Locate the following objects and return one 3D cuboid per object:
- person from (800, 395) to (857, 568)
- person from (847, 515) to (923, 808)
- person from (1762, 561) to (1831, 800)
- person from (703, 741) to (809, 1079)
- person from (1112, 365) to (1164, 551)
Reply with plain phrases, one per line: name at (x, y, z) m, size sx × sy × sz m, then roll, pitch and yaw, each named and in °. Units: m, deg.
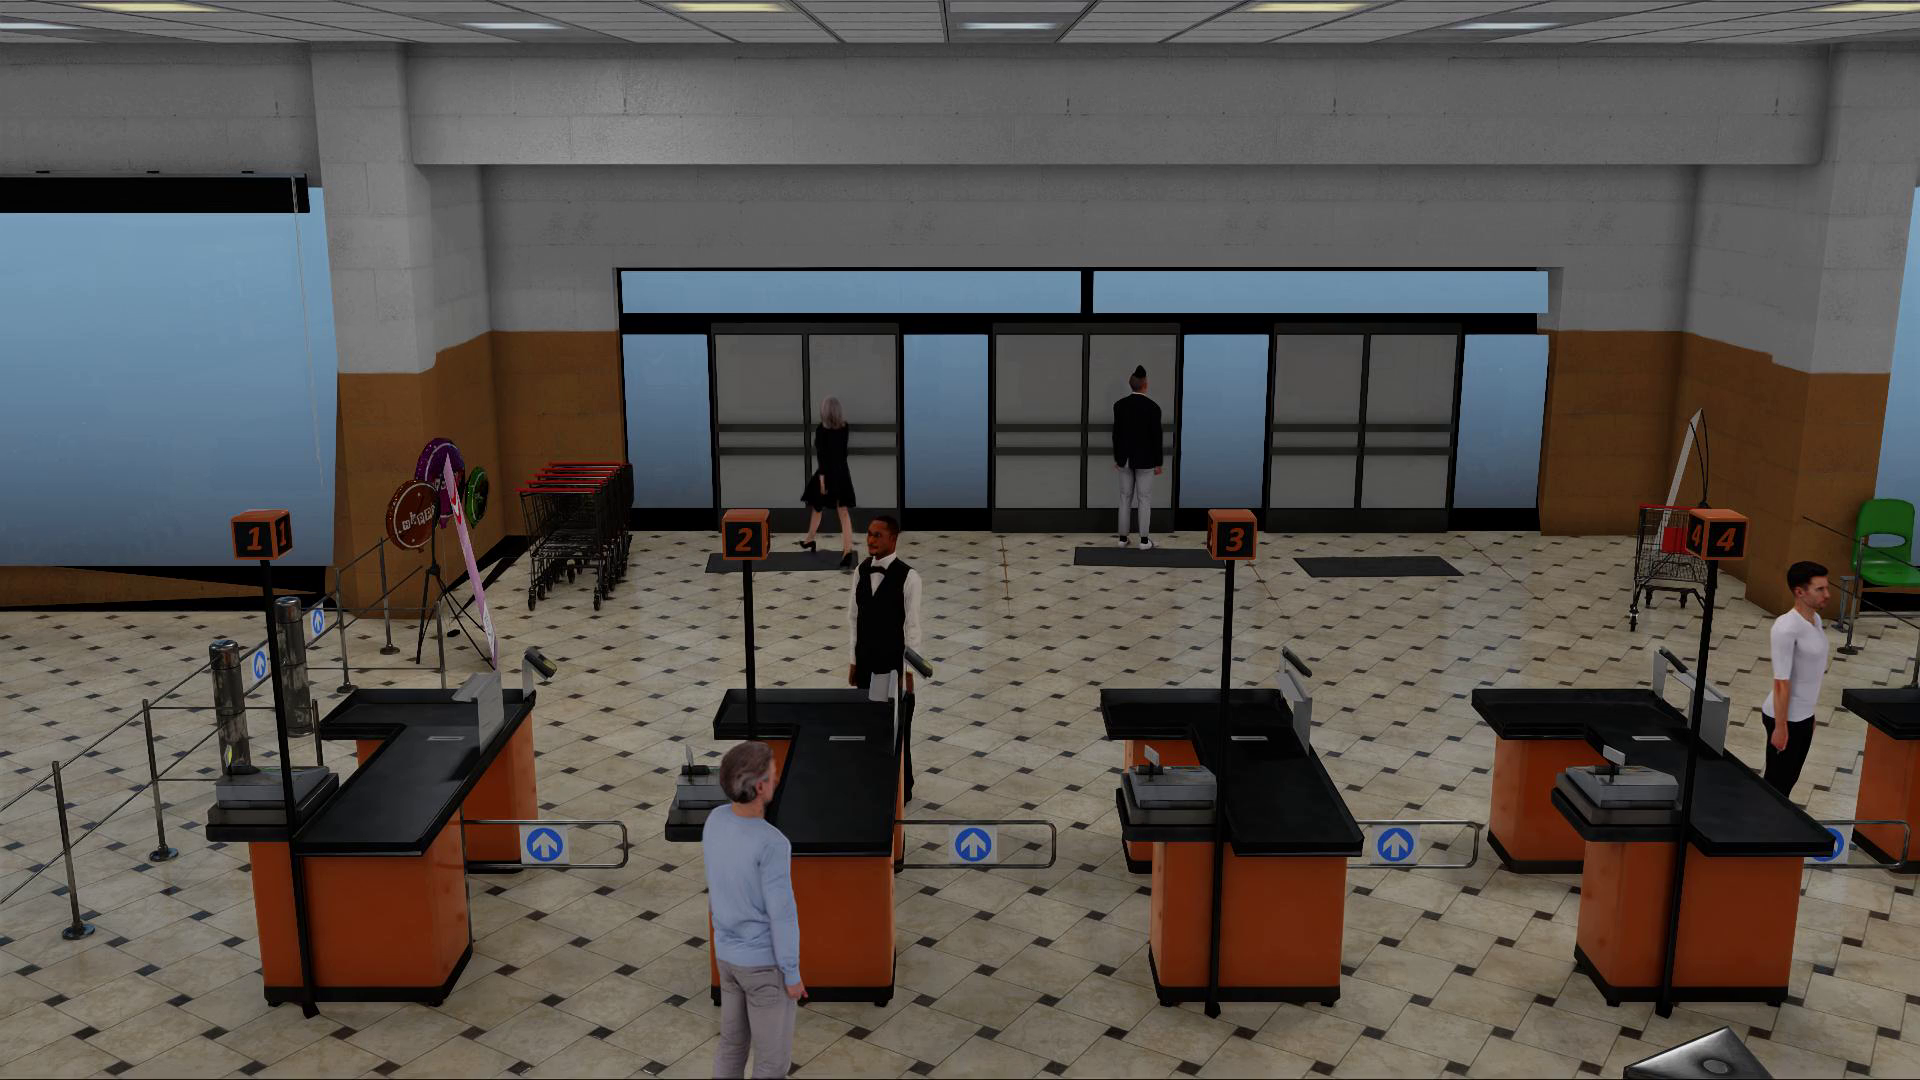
person at (-1.217, -0.547, 16.598) m, size 1.090 × 1.696 × 1.220 m, roll -11°, pitch 17°, yaw -38°
person at (-0.478, 0.773, 10.688) m, size 0.776 × 1.917 × 0.782 m, roll 9°, pitch 16°, yaw 32°
person at (4.895, 1.021, 9.807) m, size 0.737 × 1.851 × 0.791 m, roll -13°, pitch 19°, yaw -43°
person at (-0.846, 1.726, 6.815) m, size 0.813 × 1.891 × 0.739 m, roll -12°, pitch 18°, yaw -40°
person at (1.846, -0.870, 17.392) m, size 0.798 × 1.950 × 0.779 m, roll 7°, pitch 15°, yaw 28°
